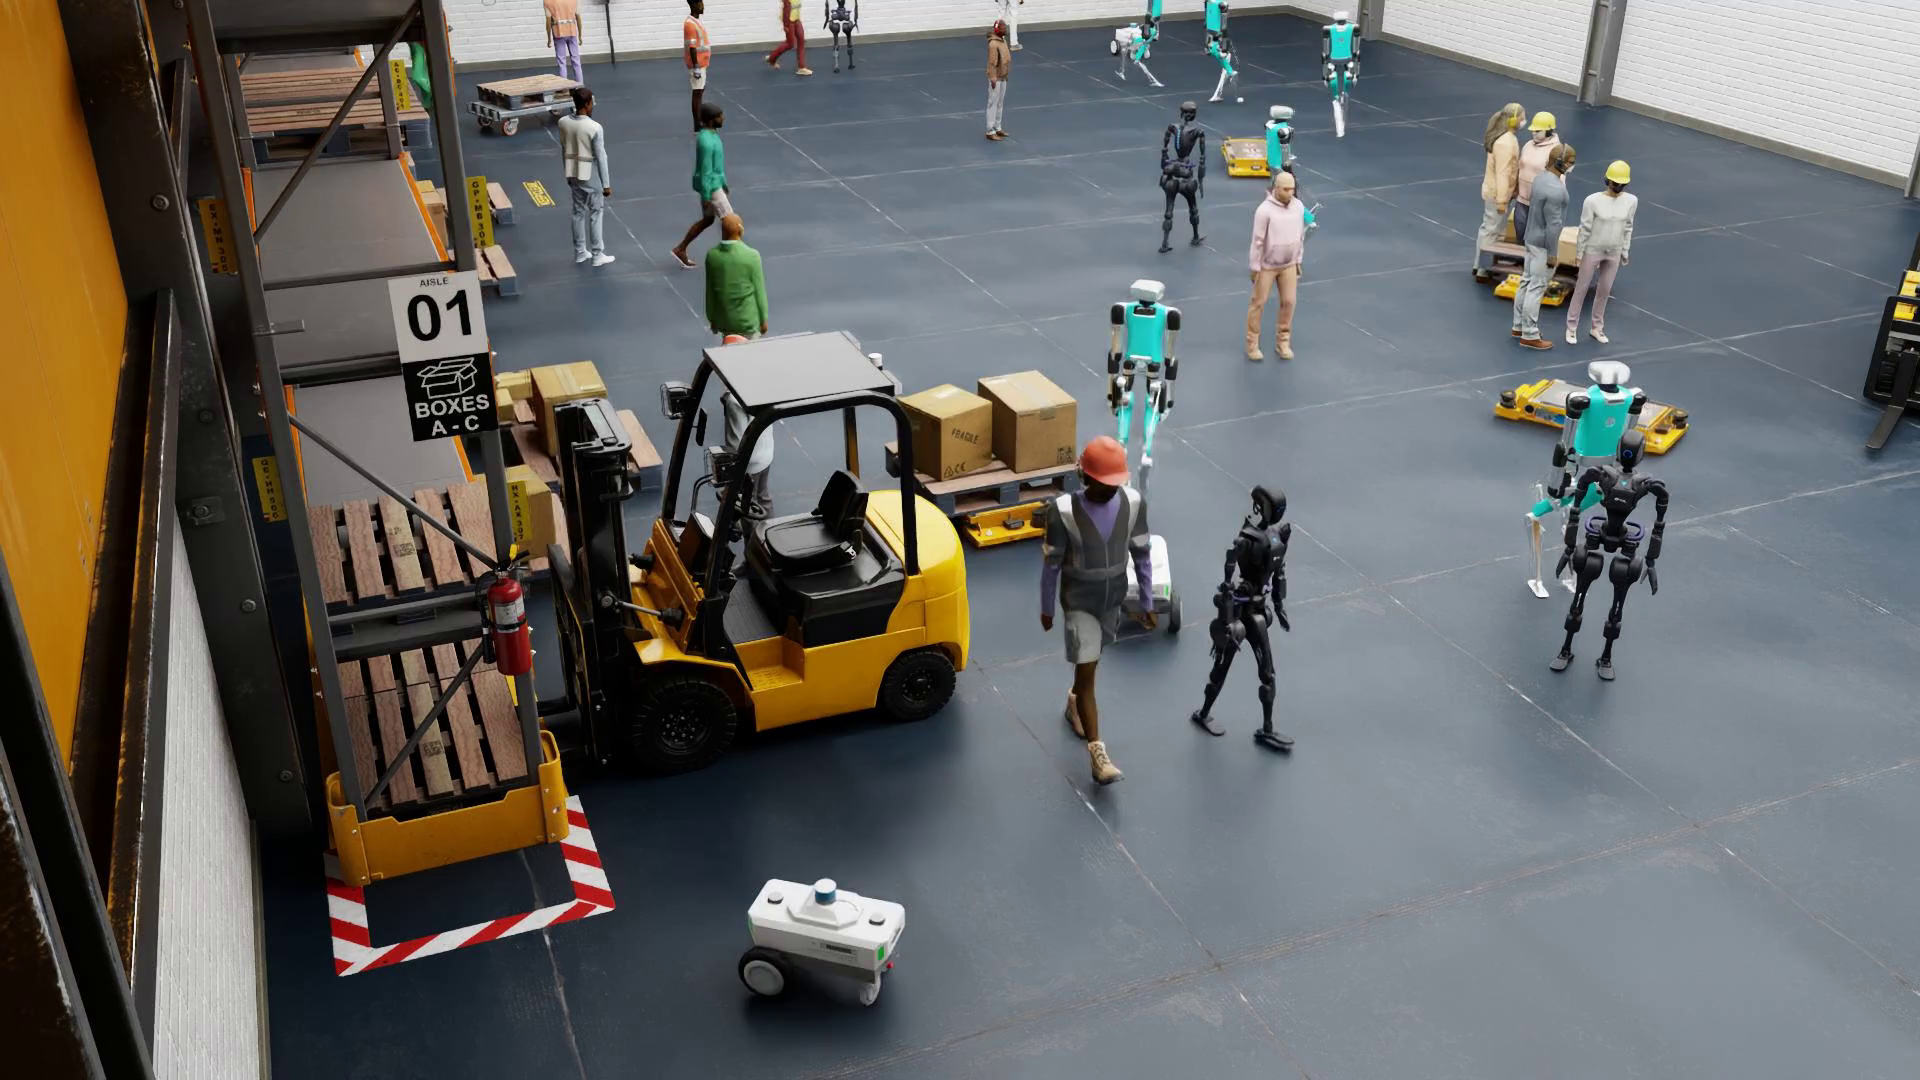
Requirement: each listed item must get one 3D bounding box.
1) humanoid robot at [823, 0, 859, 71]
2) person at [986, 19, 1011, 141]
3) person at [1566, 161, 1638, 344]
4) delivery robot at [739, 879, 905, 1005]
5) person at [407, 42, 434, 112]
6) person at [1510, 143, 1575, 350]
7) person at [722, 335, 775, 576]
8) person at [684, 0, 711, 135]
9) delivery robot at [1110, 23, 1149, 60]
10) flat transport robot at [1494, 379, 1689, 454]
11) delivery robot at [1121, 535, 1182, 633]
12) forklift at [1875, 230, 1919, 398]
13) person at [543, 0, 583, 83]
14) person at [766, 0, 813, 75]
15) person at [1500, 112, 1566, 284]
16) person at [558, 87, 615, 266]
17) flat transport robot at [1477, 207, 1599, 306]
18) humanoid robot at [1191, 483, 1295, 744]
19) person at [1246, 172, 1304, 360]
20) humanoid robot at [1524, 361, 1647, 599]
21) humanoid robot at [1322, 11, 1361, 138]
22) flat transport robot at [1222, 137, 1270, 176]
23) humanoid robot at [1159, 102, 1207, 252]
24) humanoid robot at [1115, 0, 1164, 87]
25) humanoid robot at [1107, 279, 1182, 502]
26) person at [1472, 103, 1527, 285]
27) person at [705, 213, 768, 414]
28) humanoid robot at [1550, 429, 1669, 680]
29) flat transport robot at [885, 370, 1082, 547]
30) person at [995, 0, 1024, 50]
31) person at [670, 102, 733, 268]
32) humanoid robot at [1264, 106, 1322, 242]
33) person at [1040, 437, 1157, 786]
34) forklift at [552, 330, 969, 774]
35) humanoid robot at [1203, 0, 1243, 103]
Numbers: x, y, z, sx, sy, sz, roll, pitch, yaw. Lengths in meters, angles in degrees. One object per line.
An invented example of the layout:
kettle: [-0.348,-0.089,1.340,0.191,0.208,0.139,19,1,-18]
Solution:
humanoid robot: [-1.982,-8.639,27.638,0.608,1.648,0.609,2,27,4]
person: [0.521,-6.446,23.264,0.310,1.650,0.472,11,29,21]
person: [6.073,-2.706,15.705,0.532,1.764,0.329,-2,27,-4]
delivery robot: [-0.651,1.874,7.935,0.760,0.589,0.522,8,28,16]
person: [-8.057,-7.246,24.662,0.419,1.826,0.554,-18,32,-32]
person: [5.487,-2.763,15.633,0.372,1.934,0.626,1,27,2]
person: [-1.480,-0.584,11.510,0.352,1.742,0.572,7,28,14]
person: [-3.697,-6.744,23.515,0.367,1.965,0.606,0,27,-1]
delivery robot: [2.992,-8.680,28.950,0.499,0.610,0.804,-11,29,-21]
flat transport robot: [5.363,-1.074,14.123,1.431,0.231,0.659,20,33,34]
delivery robot: [1.221,0.257,11.136,0.499,0.575,0.757,1,27,3]
forklift: [9.029,-2.397,14.618,1.214,2.155,2.313,18,32,32]
person: [-6.101,-7.762,25.671,0.563,1.846,0.391,-13,29,-24]
person: [-2.831,-8.528,27.314,0.730,1.739,0.510,9,28,17]
person: [5.942,-3.483,17.153,0.433,1.856,0.808,-11,29,-20]
person: [-4.030,-3.905,17.937,0.594,1.907,0.408,14,30,26]
flat transport robot: [6.187,-2.790,17.537,0.659,0.231,1.431,17,31,30]
humanoid robot: [1.681,0.428,9.583,0.601,1.631,0.622,-21,33,-35]
person: [2.909,-2.525,15.357,0.541,1.770,0.477,-10,28,-19]
humanoid robot: [4.127,-0.444,11.209,0.530,1.749,0.701,-5,27,-9]
humanoid robot: [5.370,-6.613,23.571,0.571,1.824,0.898,5,27,10]
flat transport robot: [3.867,-5.094,22.119,0.659,0.231,1.431,2,27,3]
humanoid robot: [2.484,-4.069,18.540,0.589,1.635,0.703,19,32,33]
humanoid robot: [2.817,-8.137,26.598,1.030,1.782,0.531,12,29,23]
humanoid robot: [1.292,-0.983,12.328,0.530,1.765,0.835,8,28,16]
person: [5.620,-3.627,17.417,0.391,1.874,0.564,5,27,9]
person: [-1.899,-1.877,14.057,0.543,1.757,0.684,11,29,21]
humanoid robot: [4.006,0.088,10.228,0.599,1.657,0.315,12,29,22]
flat transport robot: [0.155,-0.359,12.702,0.659,0.231,1.431,-11,29,-21]
person: [0.860,-9.611,29.306,0.584,1.882,0.341,14,30,26]
person: [-2.699,-3.762,17.752,0.871,1.816,0.499,-3,27,-6]
humanoid robot: [3.592,-3.706,17.838,0.745,1.890,0.542,-5,27,-9]
person: [0.824,0.384,9.297,0.612,1.994,1.039,-11,29,-20]
forklift: [-1.094,0.010,9.831,2.313,2.155,1.214,-10,28,-20]
humanoid robot: [4.069,-7.475,25.345,0.786,1.889,0.545,-13,29,-24]
